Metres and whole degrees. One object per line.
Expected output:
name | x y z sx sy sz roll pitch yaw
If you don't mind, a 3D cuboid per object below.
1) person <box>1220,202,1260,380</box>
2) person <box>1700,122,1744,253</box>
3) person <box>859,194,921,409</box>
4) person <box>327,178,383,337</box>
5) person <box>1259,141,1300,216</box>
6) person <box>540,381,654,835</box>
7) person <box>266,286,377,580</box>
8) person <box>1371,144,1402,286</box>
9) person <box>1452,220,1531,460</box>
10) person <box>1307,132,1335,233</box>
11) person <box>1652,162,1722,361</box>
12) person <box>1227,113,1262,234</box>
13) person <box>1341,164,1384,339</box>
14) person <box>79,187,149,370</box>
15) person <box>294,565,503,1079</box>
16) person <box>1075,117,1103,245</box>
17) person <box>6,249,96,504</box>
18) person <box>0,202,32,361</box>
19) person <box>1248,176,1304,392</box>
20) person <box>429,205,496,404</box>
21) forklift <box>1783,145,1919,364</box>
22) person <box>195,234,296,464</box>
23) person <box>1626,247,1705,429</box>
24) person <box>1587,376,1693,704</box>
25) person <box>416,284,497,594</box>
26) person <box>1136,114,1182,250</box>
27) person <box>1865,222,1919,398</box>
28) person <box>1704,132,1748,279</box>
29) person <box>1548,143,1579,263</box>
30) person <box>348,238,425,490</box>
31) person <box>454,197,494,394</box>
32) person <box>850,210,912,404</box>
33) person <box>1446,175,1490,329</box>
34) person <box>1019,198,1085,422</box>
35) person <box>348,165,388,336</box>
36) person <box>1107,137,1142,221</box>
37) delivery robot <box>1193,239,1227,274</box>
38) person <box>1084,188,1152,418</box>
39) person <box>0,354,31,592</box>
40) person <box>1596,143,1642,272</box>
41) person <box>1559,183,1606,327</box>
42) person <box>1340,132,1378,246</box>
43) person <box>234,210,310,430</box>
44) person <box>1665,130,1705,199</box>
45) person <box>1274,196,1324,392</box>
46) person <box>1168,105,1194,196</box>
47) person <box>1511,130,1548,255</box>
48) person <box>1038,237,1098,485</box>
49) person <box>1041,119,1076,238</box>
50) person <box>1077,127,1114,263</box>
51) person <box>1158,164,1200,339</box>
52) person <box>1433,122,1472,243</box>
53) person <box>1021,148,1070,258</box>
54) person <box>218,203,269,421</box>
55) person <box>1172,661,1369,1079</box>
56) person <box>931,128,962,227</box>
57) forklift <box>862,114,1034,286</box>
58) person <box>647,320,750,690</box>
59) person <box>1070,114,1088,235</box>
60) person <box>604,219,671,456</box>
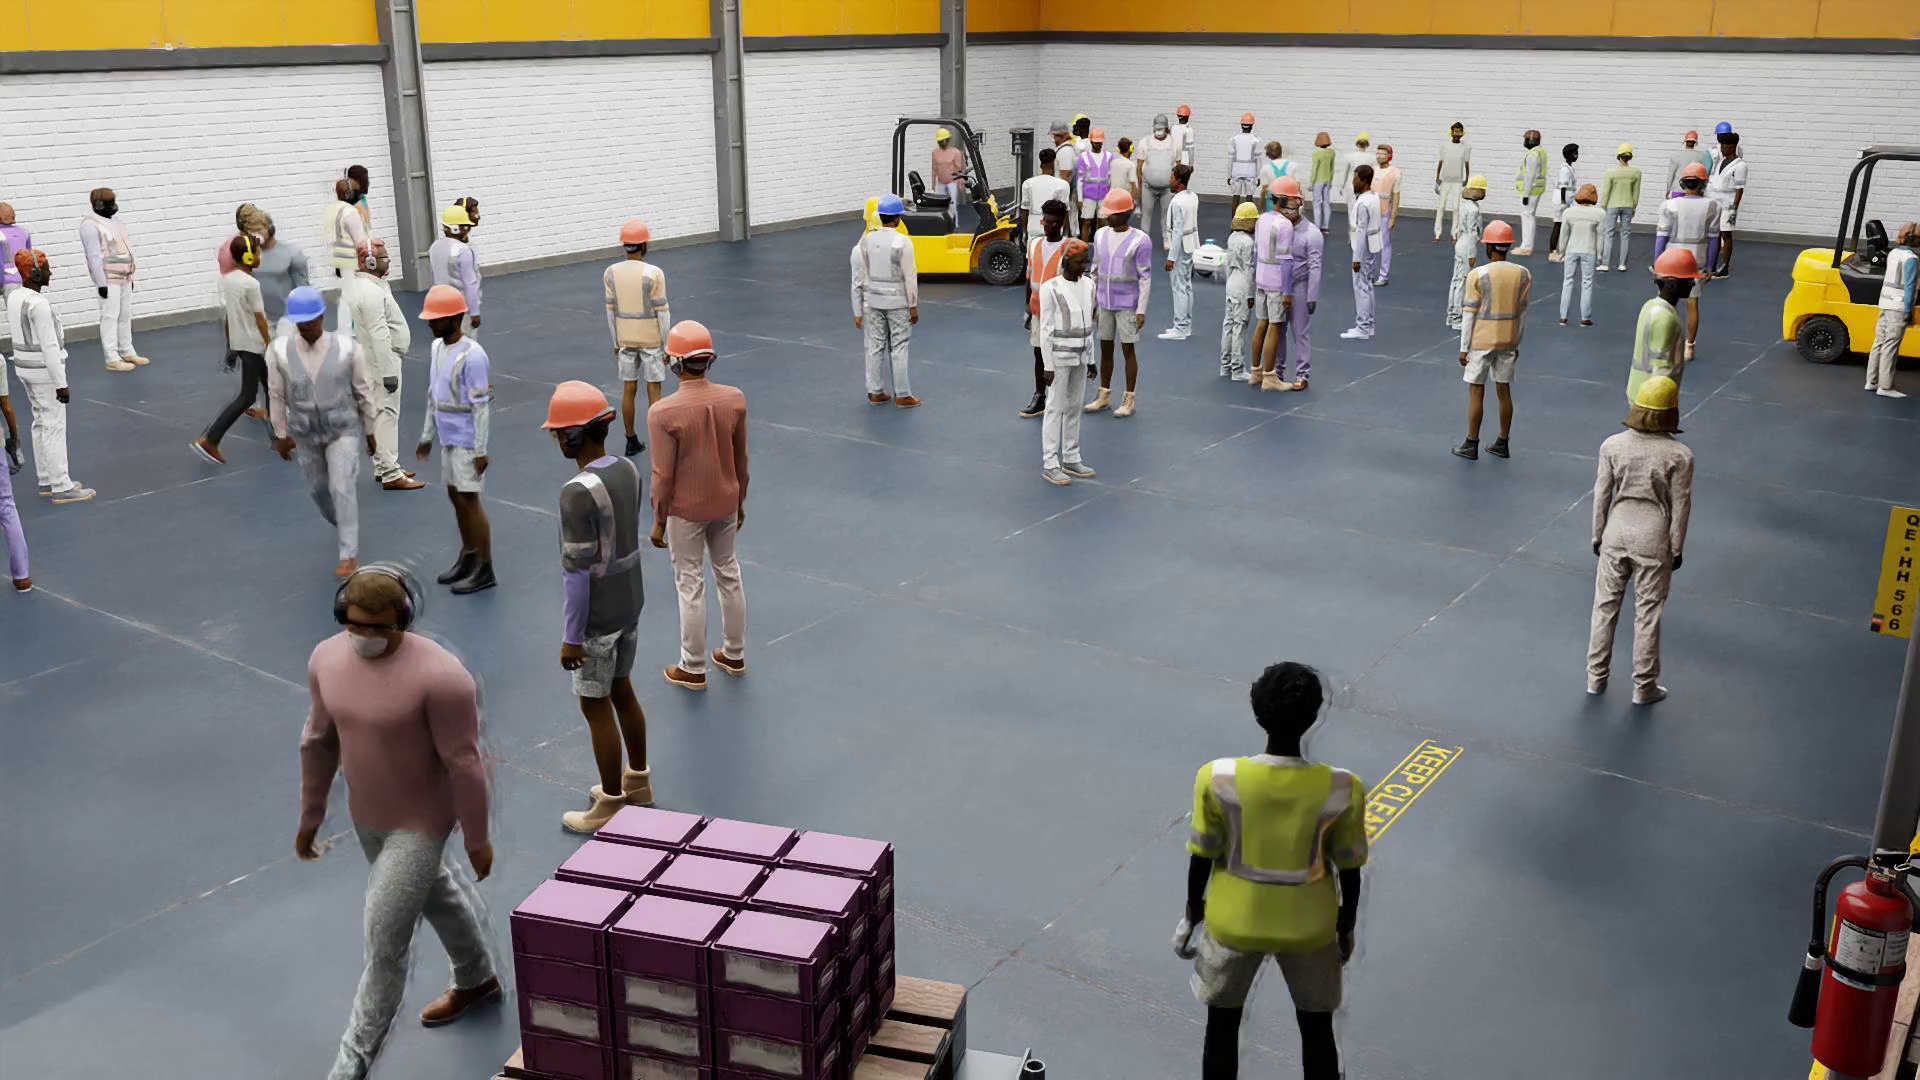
person | 2.787 -2.452 16.406 0.296 1.744 0.487 -5 18 -15
person | 11.338 -5.257 24.871 0.604 1.939 0.416 -2 18 -6
person | -0.635 -2.170 15.190 0.602 1.949 0.389 11 21 32
person | -6.437 -2.983 17.972 0.887 1.805 0.636 -12 21 -32
person | 4.469 -4.587 22.995 0.673 1.803 0.444 0 18 0
person | -1.601 0.303 7.337 0.409 2.029 0.612 4 18 11
person | -4.129 -0.745 10.825 0.647 1.909 0.822 -4 18 -11
person | 5.571 -4.301 22.017 0.390 1.850 0.565 -12 21 -32
person | 4.299 -1.613 13.495 0.542 1.928 0.399 -4 18 -12
person | 5.872 -5.808 27.097 0.525 1.628 0.277 -12 21 -32
person | 7.507 -2.879 17.264 0.609 2.040 0.394 4 18 13
person | 4.619 -5.944 27.014 0.552 1.935 0.365 5 18 16
person | 4.488 -3.192 18.458 0.386 1.913 0.596 8 19 23
person | -8.583 -2.644 16.870 0.429 1.837 0.630 1 18 2
person | -1.909 0.959 5.535 0.679 1.871 1.031 10 20 28
person | 1.915 -5.505 25.609 0.602 1.958 0.380 -16 24 -41
person | -6.770 -1.206 12.297 0.581 1.878 0.344 16 24 41
person | -9.829 -2.689 17.312 0.310 1.642 0.514 5 18 14
person | 3.031 -2.446 15.905 0.393 2.039 0.613 -5 18 -15
person | -4.608 -2.157 15.345 0.592 1.828 0.404 15 23 39
forklift | 9.803 -2.879 17.013 2.313 2.155 1.214 12 21 33
person | -5.812 -1.537 13.439 0.926 1.830 0.521 -16 24 -40
person | 4.695 -0.944 11.203 0.385 2.045 0.605 4 18 13
person | 3.570 -0.002 8.743 0.483 1.745 0.306 15 23 39
person | -3.155 -0.640 10.434 0.374 1.933 0.556 -16 24 -40
person | 3.018 -5.429 25.239 0.687 2.000 0.535 1 18 4
person | 8.844 -2.173 15.705 0.312 1.638 0.512 2 18 6
person | 10.377 -4.546 22.608 0.380 1.959 0.603 -2 18 -7
person | 8.747 -4.884 24.088 0.317 1.695 0.540 7 19 22
person | -4.374 -1.334 12.647 0.410 1.909 0.643 -9 20 -25
person | -4.654 -2.311 15.785 0.325 1.863 0.510 -5 18 -16
person | -0.708 -2.155 15.363 0.602 1.819 0.403 -7 19 -20
person | 5.823 -3.292 19.038 0.319 1.740 0.492 1 18 3
person | 0.810 -2.029 14.722 0.604 1.966 0.367 13 22 36
person | -6.653 -3.211 18.540 0.552 1.899 0.612 0 18 -1
person | 2.268 -4.634 23.071 0.378 1.852 0.666 -11 21 -30
delivery robot | 3.352 -3.802 22.398 0.477 0.478 0.707 -15 23 -39
person | 1.400 -2.109 14.861 0.605 2.036 0.393 14 23 38
person | -6.090 -0.554 10.286 0.508 1.862 0.326 -11 21 -31
person | 9.169 -4.620 23.157 0.525 1.767 0.317 0 18 -1
person | 7.166 -3.287 19.195 0.497 1.633 0.279 10 20 28
person | 6.186 -5.449 25.817 0.539 1.723 0.899 1 18 5
person | -5.958 -1.957 14.604 0.642 1.912 0.787 2 18 5
person | 11.226 -5.448 25.761 0.564 1.751 0.330 4 18 12
person | 3.154 -2.378 15.950 0.409 1.895 0.660 -15 23 -38
person | 3.887 -6.639 29.188 0.545 1.938 0.362 16 24 41
person | 8.489 -5.169 24.773 0.430 1.831 0.645 11 21 30
person | 0.844 -1.378 12.829 0.356 1.878 0.574 17 24 42
person | 1.479 -5.097 24.201 0.638 2.000 0.704 1 18 2
person | 1.955 -4.957 23.947 0.541 1.929 0.382 -4 18 -12
person | 2.446 -3.183 18.410 0.391 1.920 0.587 8 19 23
person | 7.718 -5.608 26.098 0.519 1.860 0.322 5 18 15
person | 1.033 -3.729 20.066 0.604 1.957 0.387 6 19 17
person | -6.239 -2.026 14.788 0.362 1.929 0.629 8 19 23
person | 0.998 1.190 5.162 0.624 1.674 0.333 2 18 7
person | -0.197 -5.706 26.581 0.560 1.738 0.521 9 20 26
forklift | -0.171 -4.594 22.377 2.313 2.155 1.214 1 18 3
person | -1.395 -0.182 8.903 0.615 1.993 0.386 -17 24 -42
person | 1.939 -5.904 26.902 0.361 1.930 0.587 8 19 22
person | -2.588 -1.629 13.518 0.545 1.938 0.357 5 18 16
